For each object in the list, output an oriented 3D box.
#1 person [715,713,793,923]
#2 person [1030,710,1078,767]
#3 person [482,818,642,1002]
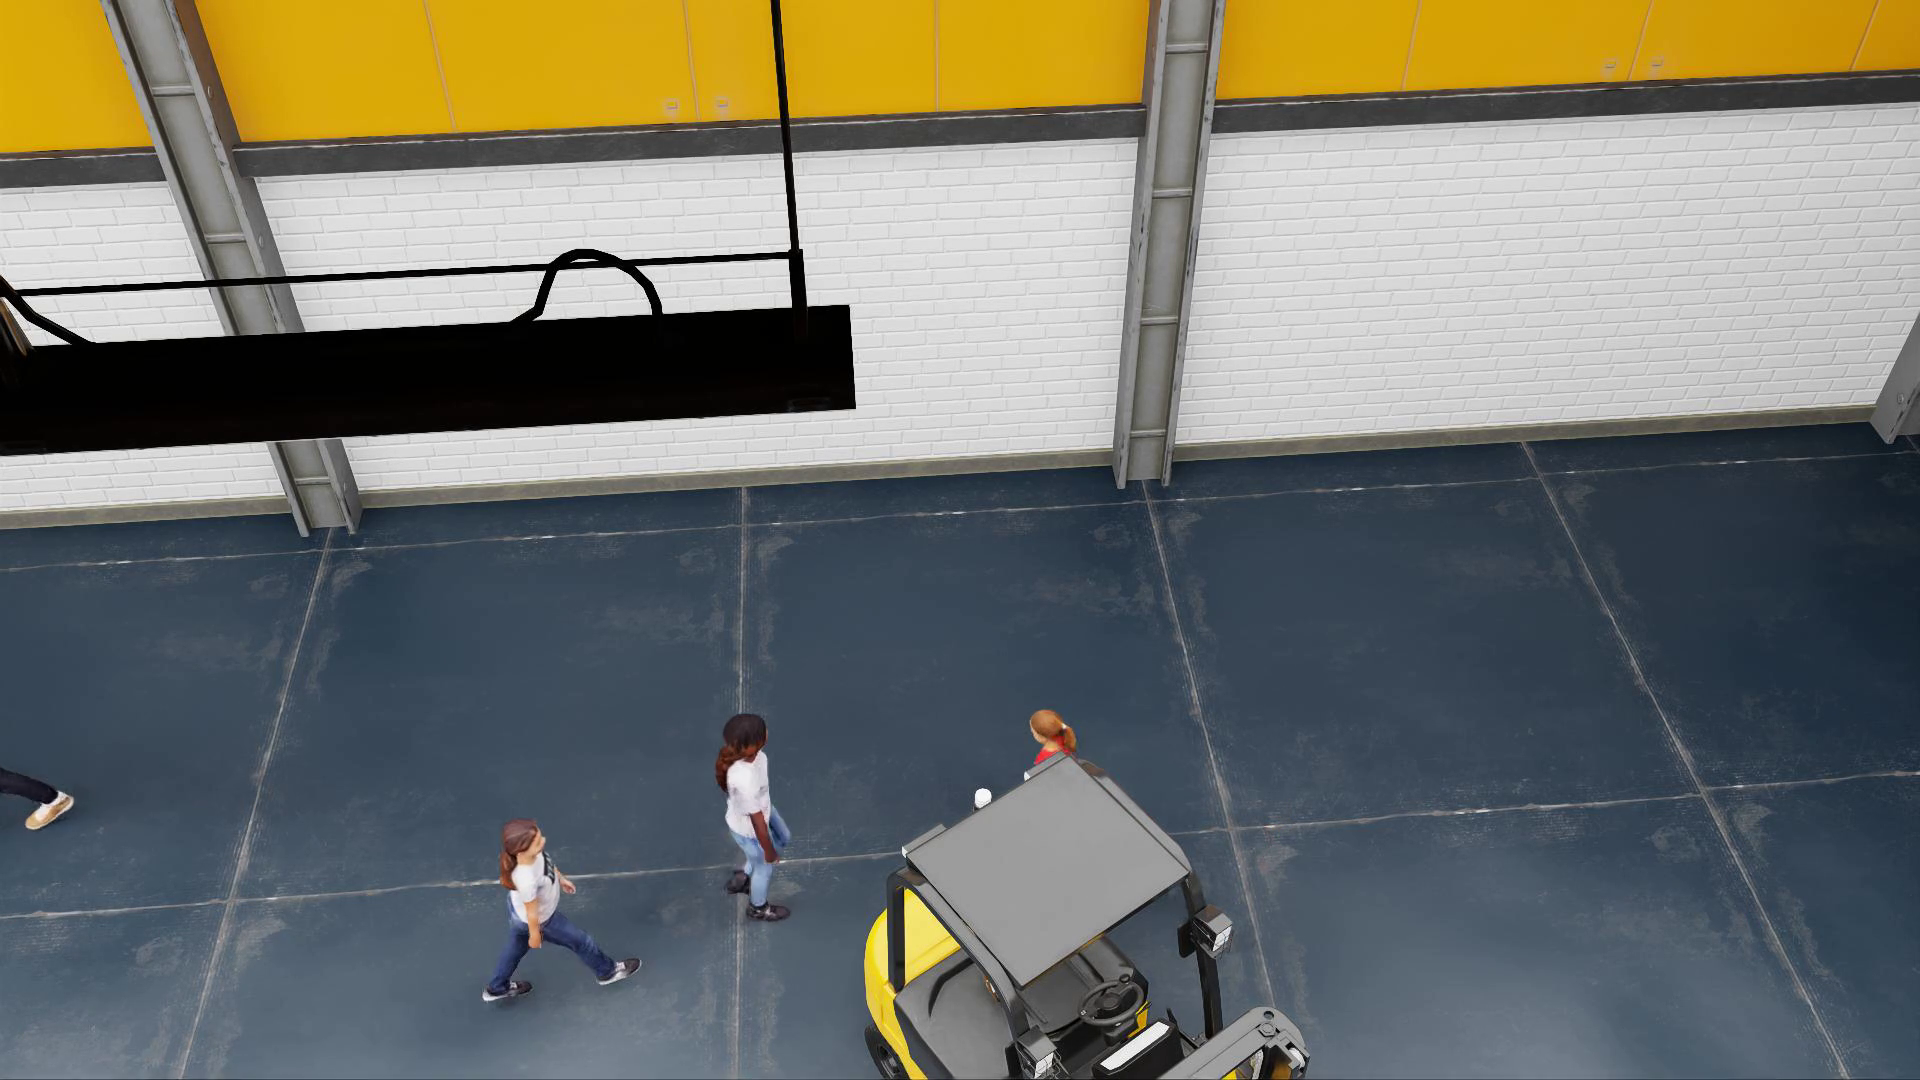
[{"bbox_3d":[-1.220,1.562,9.183,0.657,1.713,0.620,-6,44,-6],"label":"person"},{"bbox_3d":[0.578,1.499,9.557,0.835,1.288,0.721,16,46,16],"label":"person"},{"bbox_3d":[-2.333,1.998,8.870,1.146,1.513,0.745,-14,45,-15],"label":"person"}]
